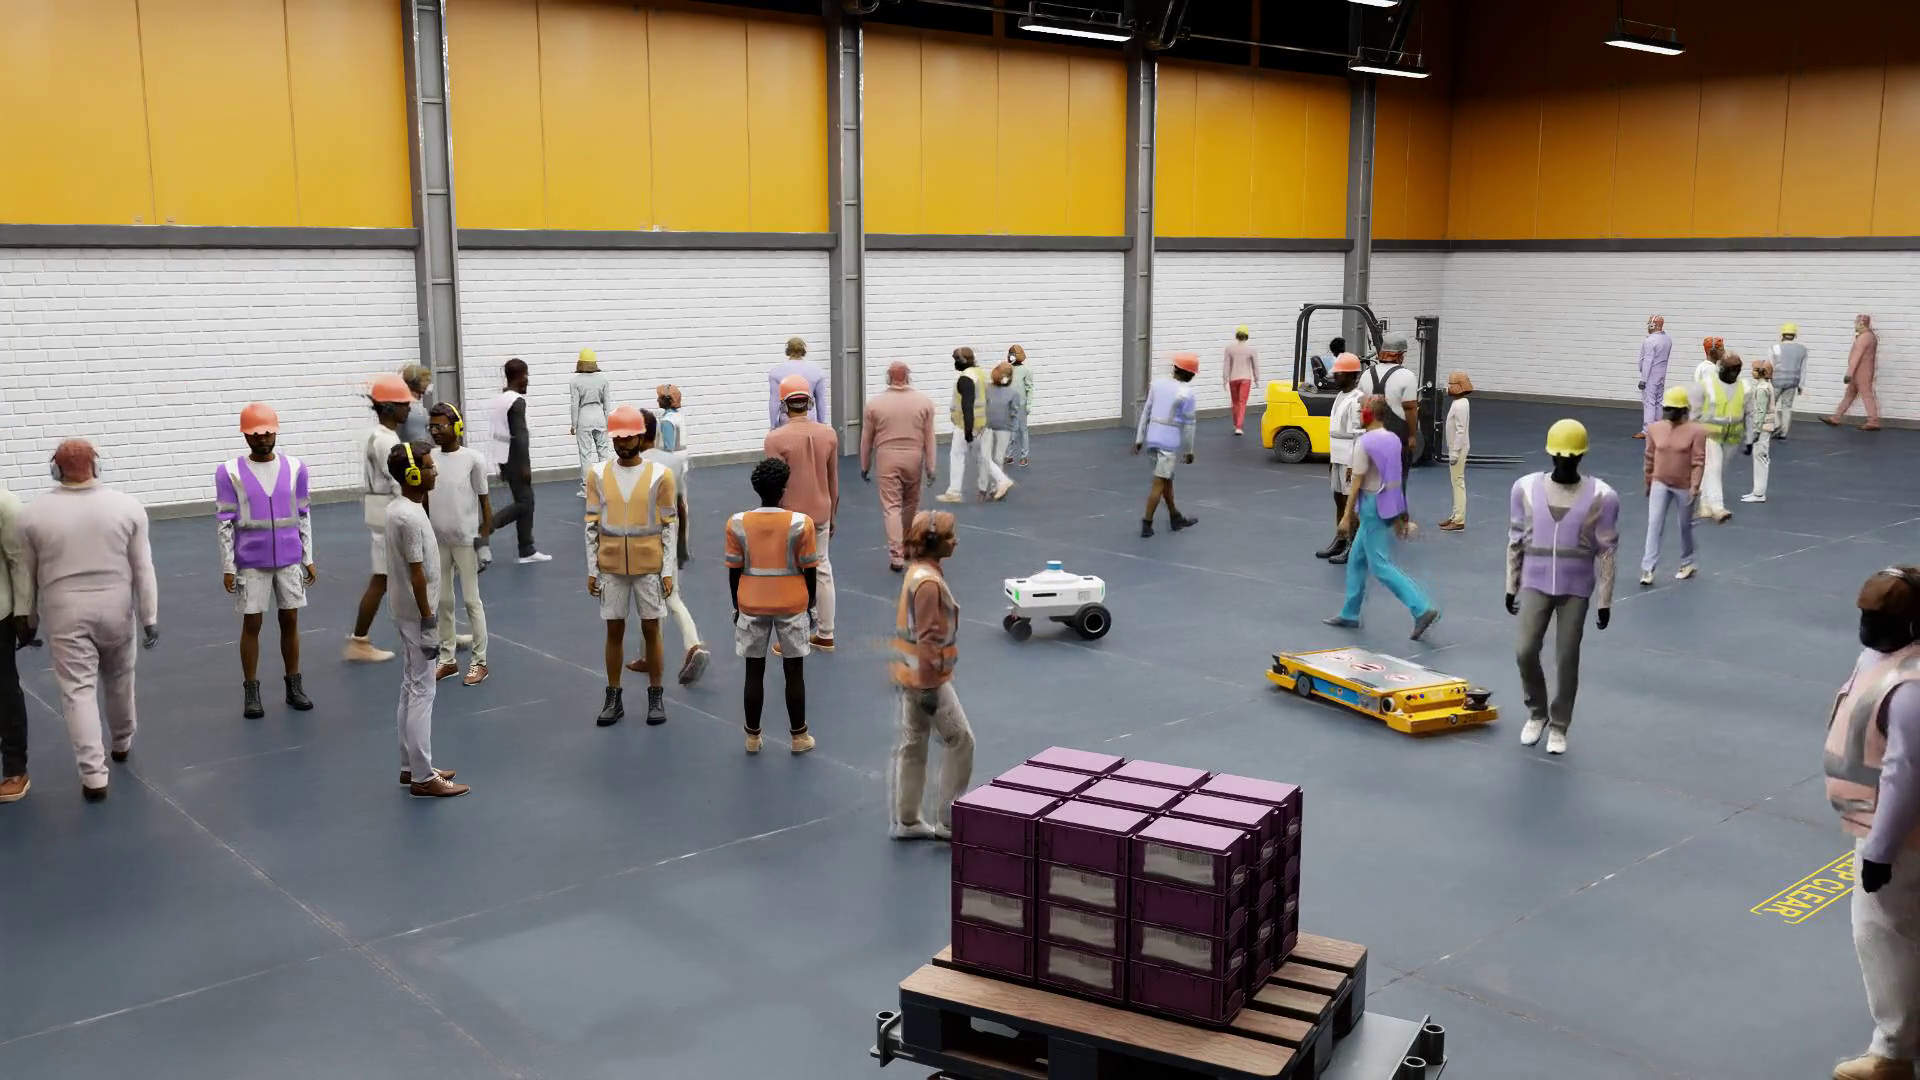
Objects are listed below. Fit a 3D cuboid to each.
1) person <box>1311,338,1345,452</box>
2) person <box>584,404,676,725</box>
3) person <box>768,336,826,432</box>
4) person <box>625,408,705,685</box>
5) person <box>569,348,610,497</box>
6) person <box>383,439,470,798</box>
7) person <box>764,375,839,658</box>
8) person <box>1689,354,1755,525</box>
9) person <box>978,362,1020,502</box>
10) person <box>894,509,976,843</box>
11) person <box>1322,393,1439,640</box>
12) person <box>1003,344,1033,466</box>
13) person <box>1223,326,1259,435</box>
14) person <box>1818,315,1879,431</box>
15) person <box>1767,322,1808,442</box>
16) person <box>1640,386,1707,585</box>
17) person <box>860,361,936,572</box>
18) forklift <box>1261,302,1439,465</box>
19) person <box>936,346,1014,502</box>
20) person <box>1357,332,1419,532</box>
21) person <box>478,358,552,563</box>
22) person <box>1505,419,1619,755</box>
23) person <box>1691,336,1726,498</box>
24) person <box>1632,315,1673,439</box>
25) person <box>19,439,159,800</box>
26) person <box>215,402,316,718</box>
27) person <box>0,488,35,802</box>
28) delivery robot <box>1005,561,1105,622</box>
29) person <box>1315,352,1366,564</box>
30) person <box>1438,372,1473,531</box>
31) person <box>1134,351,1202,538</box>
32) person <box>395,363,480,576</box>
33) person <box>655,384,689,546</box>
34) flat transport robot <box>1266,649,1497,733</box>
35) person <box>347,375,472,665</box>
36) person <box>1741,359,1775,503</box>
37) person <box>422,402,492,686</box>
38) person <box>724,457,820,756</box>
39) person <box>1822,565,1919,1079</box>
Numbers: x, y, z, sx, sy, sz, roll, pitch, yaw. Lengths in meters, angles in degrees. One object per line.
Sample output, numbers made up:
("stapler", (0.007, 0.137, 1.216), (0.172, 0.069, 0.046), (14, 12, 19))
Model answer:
("person", (5.337, -2.075, 23.847), (0.876, 1.654, 0.530), (0, 10, -2))
("person", (-1.975, 0.154, 9.985), (0.545, 1.939, 0.354), (0, 10, -2))
("person", (-1.803, -1.288, 18.431), (0.636, 1.937, 0.351), (-3, 10, -17))
("person", (-1.984, 0.045, 10.979), (0.539, 1.835, 0.820), (-8, 13, -41))
("person", (-4.329, -1.368, 19.464), (0.484, 1.745, 0.297), (-6, 11, -32))
("person", (-2.810, 0.408, 8.683), (0.328, 1.876, 0.513), (-5, 11, -28))
("person", (-1.130, -0.165, 11.705), (0.612, 1.987, 0.399), (-8, 13, -41))
("person", (8.072, -1.069, 17.596), (0.635, 1.777, 0.999), (0, 10, 1))
("person", (0.413, -1.232, 19.036), (0.543, 1.608, 0.507), (1, 10, 4))
("person", (-0.060, 0.659, 7.921), (0.560, 1.620, 0.540), (-1, 10, -7))
("person", (3.156, -0.181, 12.343), (0.889, 1.805, 0.575), (7, 12, 35))
("person", (0.753, -1.815, 22.398), (0.498, 1.634, 0.278), (7, 12, 35))
("person", (4.463, -2.536, 26.398), (0.541, 1.715, 0.925), (4, 10, 20))
("person", (14.517, -2.718, 27.011), (0.965, 1.856, 0.677), (7, 12, 37))
("person", (12.485, -2.386, 25.206), (0.615, 1.813, 0.437), (1, 10, 6))
("person", (6.140, -0.473, 14.301), (0.530, 1.717, 0.882), (7, 12, 37))
("person", (-0.569, -0.689, 15.115), (0.672, 1.859, 0.964), (-1, 10, -7))
("forklift", (5.320, -2.157, 22.763), (2.313, 2.155, 1.214), (3, 10, 16))
("person", (0.177, -1.316, 19.018), (0.827, 1.804, 0.639), (3, 10, 16))
("person", (4.448, -1.113, 17.103), (0.536, 2.000, 0.673), (-8, 12, -38))
("person", (-4.129, -0.692, 15.151), (0.686, 1.867, 0.621), (-5, 11, -26))
("person", (3.374, 0.268, 9.375), (0.602, 1.909, 0.427), (5, 11, 28))
("person", (8.716, -1.425, 19.390), (0.356, 1.883, 0.572), (2, 10, 13))
("person", (10.675, -2.509, 25.668), (0.643, 1.909, 0.410), (-8, 13, -40))
("person", (-4.652, 0.384, 8.867), (0.648, 1.848, 0.992), (-6, 11, -32))
("person", (-4.235, 0.117, 10.202), (0.552, 1.935, 0.370), (-7, 12, -36))
("person", (-5.087, 0.371, 8.543), (0.612, 1.995, 0.393), (-1, 10, -3))
("delivery robot", (0.698, 0.399, 12.319), (0.707, 0.478, 0.477), (-2, 10, -13))
("person", (3.526, -0.750, 15.276), (0.354, 1.939, 0.544), (-2, 10, -10))
("person", (5.093, -0.907, 17.084), (0.279, 1.633, 0.506), (3, 10, 14))
("person", (2.136, -0.968, 16.759), (0.823, 1.868, 0.620), (-7, 12, -35))
("person", (-4.565, -0.571, 14.347), (0.940, 1.897, 0.640), (-4, 11, -23))
("person", (-2.670, -0.628, 15.430), (0.309, 1.641, 0.512), (0, 10, 2))
("flat transport robot", (2.614, 0.908, 10.442), (0.652, 0.197, 1.431), (-5, 11, -25))
("person", (-3.865, -0.139, 11.543), (0.908, 2.001, 0.616), (-3, 10, -18))
("person", (9.152, -1.244, 19.037), (0.315, 1.640, 0.514), (6, 11, 30))
("person", (-3.331, 0.026, 10.935), (0.535, 1.869, 0.314), (3, 10, 16))
("person", (-1.049, 0.382, 9.358), (0.535, 1.697, 0.318), (1, 10, 4))
("person", (3.195, 0.954, 5.710), (0.446, 1.803, 0.775), (5, 11, 28))
